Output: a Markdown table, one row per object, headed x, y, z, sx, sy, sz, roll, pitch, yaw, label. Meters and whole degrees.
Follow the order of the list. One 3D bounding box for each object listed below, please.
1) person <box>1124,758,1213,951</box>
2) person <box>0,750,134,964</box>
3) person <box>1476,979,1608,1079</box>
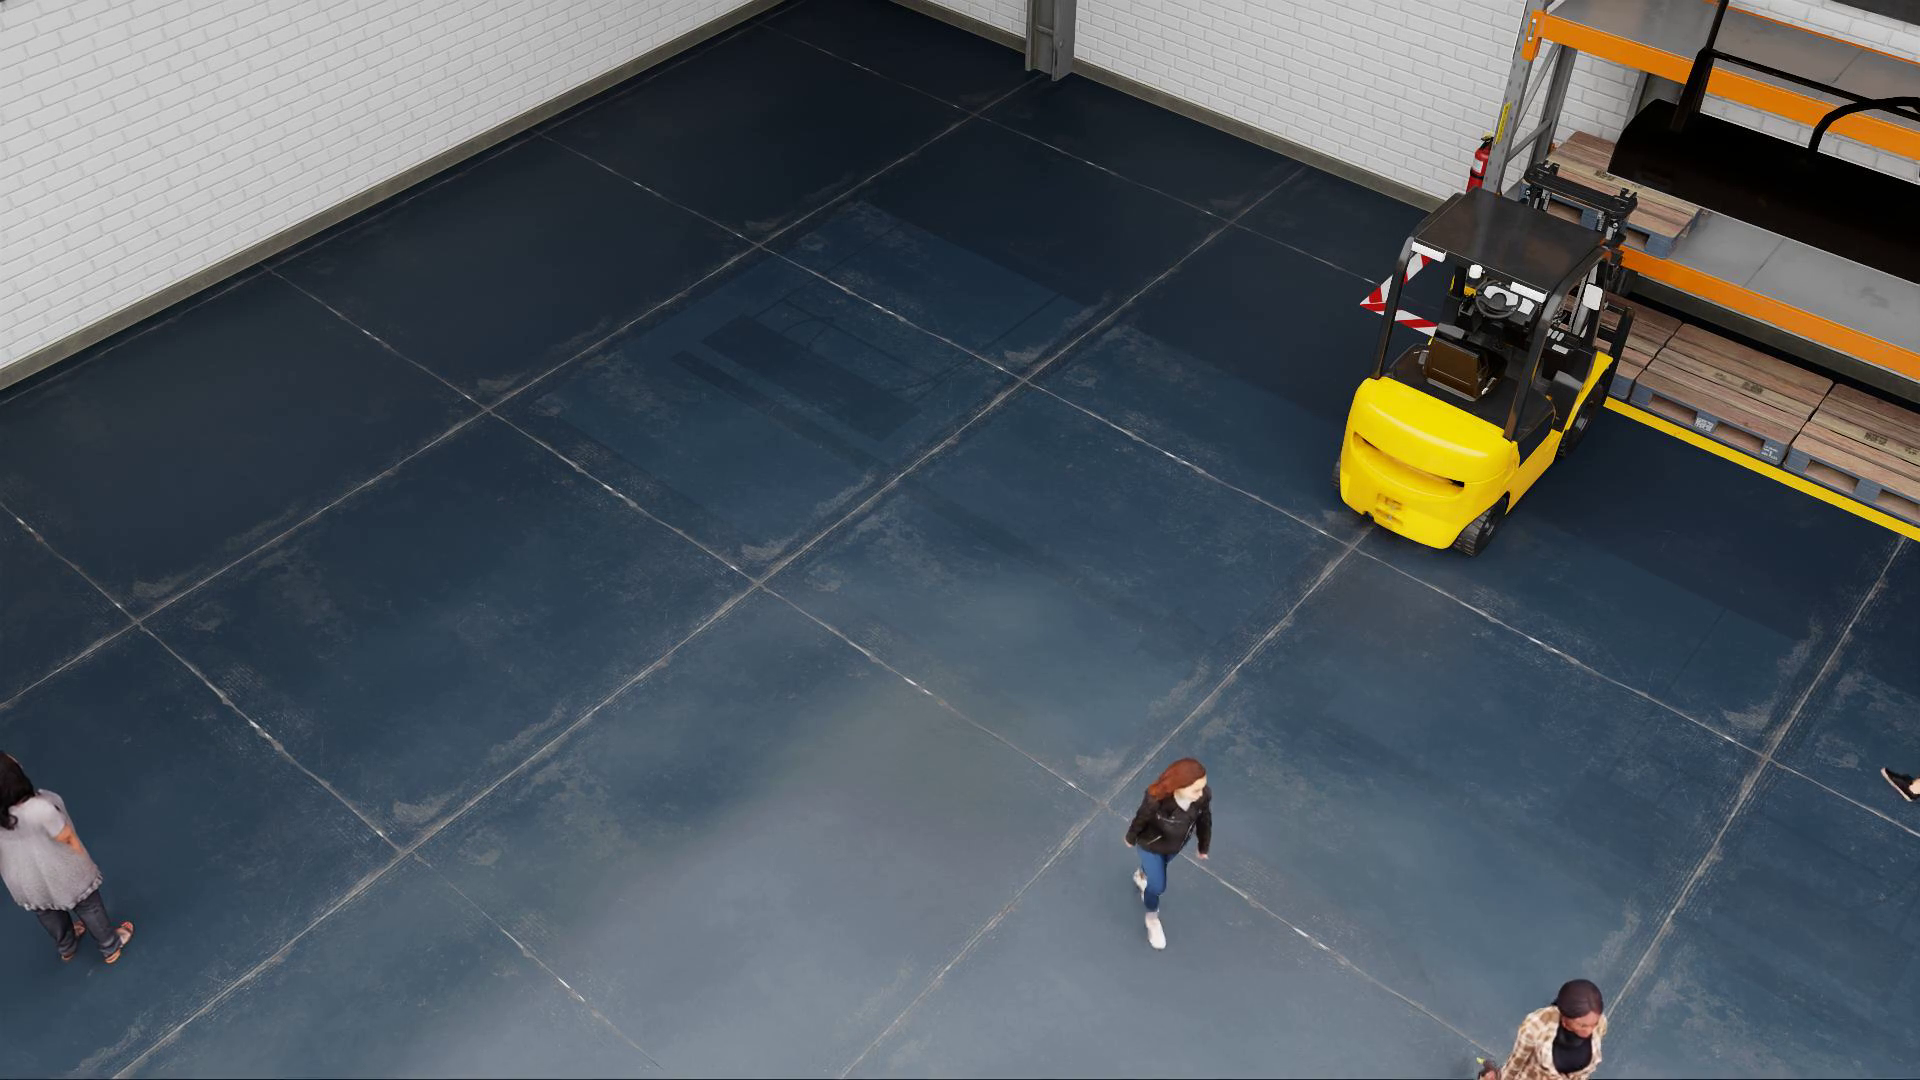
| x | y | z | sx | sy | sz | roll | pitch | yaw | label |
| --- | --- | --- | --- | --- | --- | --- | --- | --- | --- |
| 1.093 | 1.607 | 9.242 | 0.767 | 1.447 | 0.871 | -10 | 44 | -10 | person |
| -4.959 | 1.741 | 8.987 | 0.772 | 1.605 | 0.835 | -1 | 44 | -1 | person |
| 2.750 | 2.552 | 8.012 | 0.950 | 1.775 | 1.022 | -4 | 44 | -4 | person |
